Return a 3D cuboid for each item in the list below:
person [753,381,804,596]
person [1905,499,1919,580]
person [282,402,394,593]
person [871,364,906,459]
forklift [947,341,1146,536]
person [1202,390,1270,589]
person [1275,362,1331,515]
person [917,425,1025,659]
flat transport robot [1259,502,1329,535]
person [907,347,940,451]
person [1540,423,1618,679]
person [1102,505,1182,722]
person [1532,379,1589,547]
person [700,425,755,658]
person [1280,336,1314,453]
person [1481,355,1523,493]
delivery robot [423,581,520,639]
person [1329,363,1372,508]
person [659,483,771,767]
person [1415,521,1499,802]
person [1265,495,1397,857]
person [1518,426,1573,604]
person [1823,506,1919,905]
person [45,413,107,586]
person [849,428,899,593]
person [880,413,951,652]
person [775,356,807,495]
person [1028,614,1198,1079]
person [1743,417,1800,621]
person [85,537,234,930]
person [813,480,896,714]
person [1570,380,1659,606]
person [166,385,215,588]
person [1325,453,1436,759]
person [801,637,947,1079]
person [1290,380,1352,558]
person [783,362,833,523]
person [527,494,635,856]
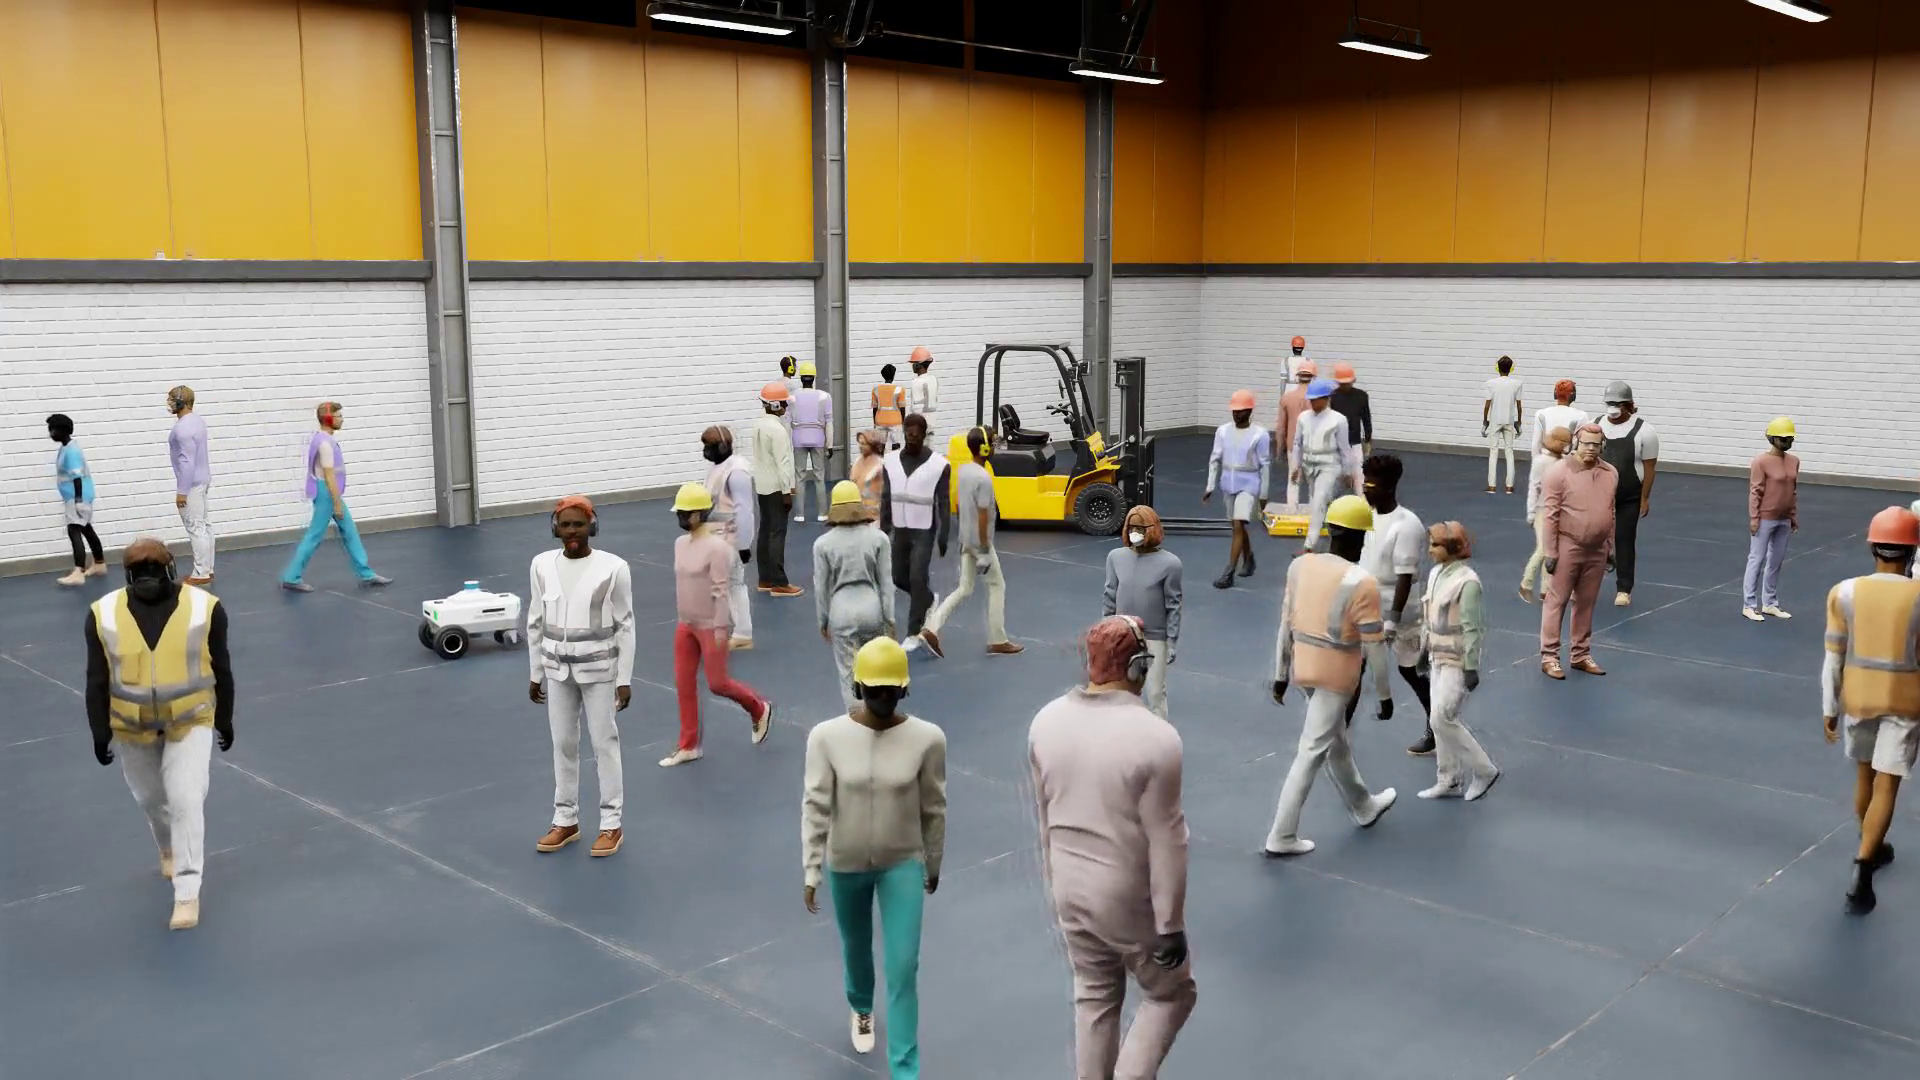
[{"bbox_3d":[-1.722,-0.476,15.485,0.374,1.995,0.611,-5,11,-30],"label":"person"},{"bbox_3d":[7.092,0.266,12.086,0.656,1.624,0.517,-8,12,-40],"label":"person"},{"bbox_3d":[-5.924,-0.401,15.626,0.994,1.799,0.579,-3,10,-17],"label":"person"},{"bbox_3d":[-1.006,-1.641,23.560,0.534,1.695,0.319,4,10,21],"label":"person"},{"bbox_3d":[0.977,-1.223,19.452,2.313,2.155,1.214,2,9,11],"label":"forklift"},{"bbox_3d":[2.718,-0.514,16.072,0.564,1.897,1.005,7,12,36],"label":"person"},{"bbox_3d":[3.943,-1.057,19.124,0.644,1.965,0.505,4,10,22],"label":"person"},{"bbox_3d":[0.081,0.020,12.933,0.864,1.839,0.527,-5,11,-28],"label":"person"},{"bbox_3d":[3.884,-0.258,19.418,0.652,0.197,1.431,1,9,5],"label":"flat transport robot"},{"bbox_3d":[-0.497,-1.429,21.180,0.379,2.041,0.616,4,10,23],"label":"person"},{"bbox_3d":[4.621,0.079,12.367,0.642,1.905,0.401,-3,10,-17],"label":"person"},{"bbox_3d":[1.084,0.599,9.999,0.500,1.633,0.280,5,10,27],"label":"person"},{"bbox_3d":[6.303,-0.744,17.466,0.585,1.882,0.340,7,12,38],"label":"person"},{"bbox_3d":[-1.916,0.007,13.067,0.661,1.816,0.621,-3,10,-20],"label":"person"},{"bbox_3d":[5.540,-2.386,27.357,0.551,1.940,0.345,2,10,13],"label":"person"},{"bbox_3d":[7.334,-1.558,22.518,0.535,1.863,0.309,1,9,9],"label":"person"},{"bbox_3d":[-3.865,0.571,13.182,0.707,0.478,0.477,-6,11,-32],"label":"delivery robot"},{"bbox_3d":[4.607,-1.153,19.863,0.633,1.925,0.891,-1,9,-6],"label":"person"},{"bbox_3d":[-1.521,0.502,10.243,0.521,1.751,0.688,9,13,44],"label":"person"},{"bbox_3d":[2.787,0.697,9.447,0.372,1.626,0.524,-1,9,-6],"label":"person"},{"bbox_3d":[1.991,0.695,8.667,1.004,1.865,0.609,-5,11,-29],"label":"person"},{"bbox_3d":[5.369,-0.227,15.086,0.524,1.622,0.338,-7,11,-36],"label":"person"},{"bbox_3d":[4.479,0.782,8.083,0.977,1.899,0.542,-9,13,-43],"label":"person"},{"bbox_3d":[-8.552,-0.398,16.065,0.468,1.662,0.698,-5,11,-30],"label":"person"},{"bbox_3d":[-0.756,-0.211,14.994,0.628,1.619,0.510,-7,11,-35],"label":"person"},{"bbox_3d":[-0.332,-0.090,13.406,0.604,1.900,0.717,5,10,27],"label":"person"},{"bbox_3d":[-2.323,-1.542,22.407,0.526,1.869,0.315,9,13,44],"label":"person"},{"bbox_3d":[0.534,1.187,5.614,0.415,1.886,0.661,-9,13,-44],"label":"person"},{"bbox_3d":[7.041,-0.181,14.376,0.533,1.767,0.312,-4,10,-22],"label":"person"},{"bbox_3d":[-3.794,0.852,7.932,0.626,1.803,0.925,-3,10,-17],"label":"person"},{"bbox_3d":[-0.666,0.479,10.458,0.506,1.708,0.645,-1,9,-6],"label":"person"},{"bbox_3d":[5.890,-0.426,15.035,0.674,2.000,0.537,7,12,38],"label":"person"},{"bbox_3d":[-7.326,-0.504,15.828,0.371,1.941,0.627,-2,9,-12],"label":"person"},{"bbox_3d":[2.645,0.421,10.250,0.981,1.925,0.624,-4,10,-21],"label":"person"},{"bbox_3d":[-0.312,1.183,6.163,0.529,1.724,0.897,0,9,-1],"label":"person"},{"bbox_3d":[3.801,-0.741,17.476,1.052,1.887,0.585,-7,12,-39],"label":"person"},{"bbox_3d":[-1.816,-1.166,19.925,0.594,1.923,0.382,-1,9,-7],"label":"person"},{"bbox_3d":[-1.969,0.699,8.619,0.585,1.881,0.344,2,10,14],"label":"person"}]
